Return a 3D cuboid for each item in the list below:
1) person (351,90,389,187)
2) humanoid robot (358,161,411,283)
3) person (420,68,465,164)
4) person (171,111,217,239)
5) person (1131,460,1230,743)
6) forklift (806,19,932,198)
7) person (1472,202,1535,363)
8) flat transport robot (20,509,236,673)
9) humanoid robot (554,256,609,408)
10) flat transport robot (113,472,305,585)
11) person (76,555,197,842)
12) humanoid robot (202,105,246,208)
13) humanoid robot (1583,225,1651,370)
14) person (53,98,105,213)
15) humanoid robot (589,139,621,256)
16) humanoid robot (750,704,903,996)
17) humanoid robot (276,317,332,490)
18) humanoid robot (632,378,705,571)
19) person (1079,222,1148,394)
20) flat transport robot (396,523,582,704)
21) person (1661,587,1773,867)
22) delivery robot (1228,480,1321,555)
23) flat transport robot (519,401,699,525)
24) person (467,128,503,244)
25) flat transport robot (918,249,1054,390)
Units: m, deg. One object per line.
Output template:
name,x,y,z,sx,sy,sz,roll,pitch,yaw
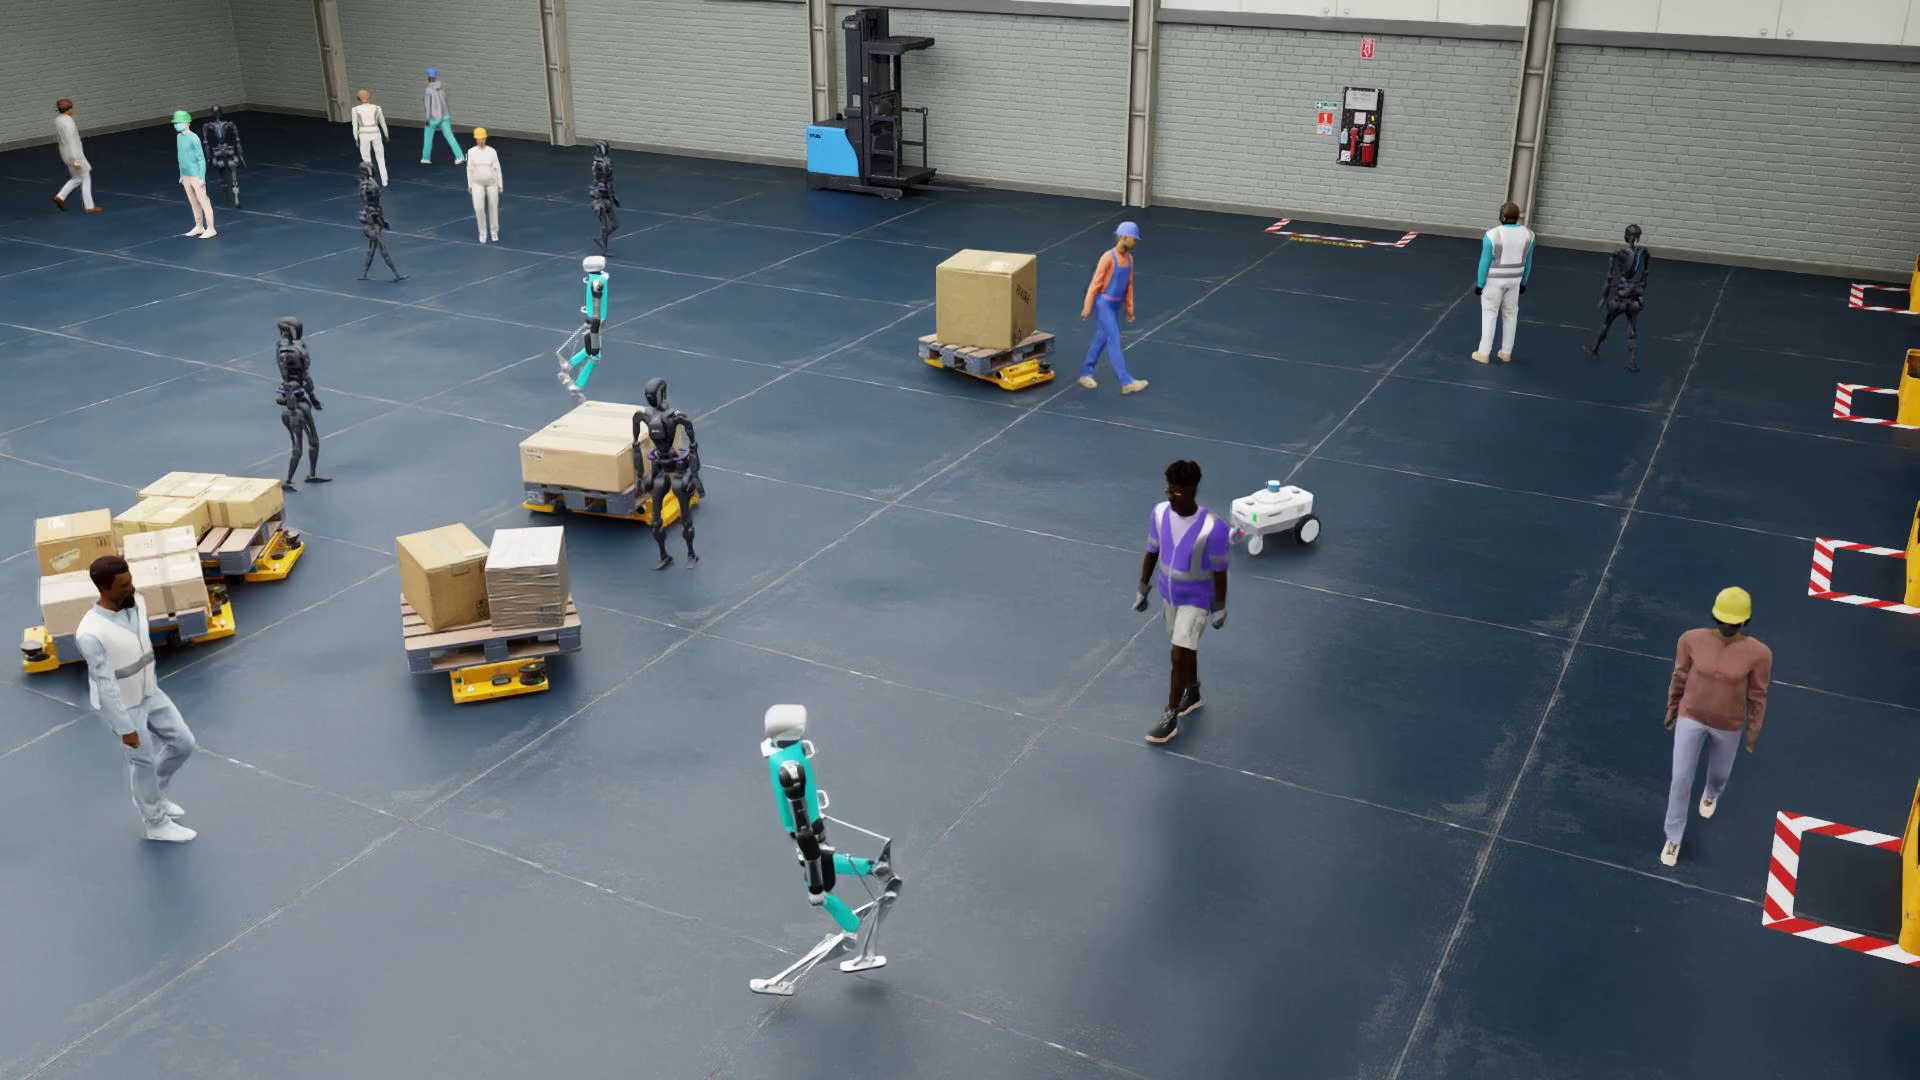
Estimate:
person,-10.034,-6.840,28.359,0.562,1.631,0.313,-11,26,-24
humanoid robot,-7.847,-4.286,22.409,0.765,1.625,0.583,-1,23,-2
person,-9.495,-7.693,30.239,0.874,1.722,0.557,15,28,32
person,-11.462,-5.454,24.826,0.526,1.873,0.343,13,27,28
person,1.430,0.395,11.141,0.855,1.921,0.622,-20,30,-38
forklift,-1.573,-7.292,27.850,1.873,2.768,1.129,12,26,25
person,6.190,-2.942,19.022,0.632,1.839,0.429,-4,24,-9
flat transport robot,-6.281,0.678,12.585,1.431,0.231,0.659,-11,26,-24
humanoid robot,-3.892,-1.945,16.980,0.722,1.908,0.562,-4,24,-9
flat transport robot,-6.271,0.149,13.816,1.431,0.231,0.659,-2,23,-5
person,-4.881,0.963,9.850,0.459,1.902,0.596,3,23,6
humanoid robot,-11.869,-6.180,26.829,0.594,1.637,0.766,-9,25,-20
humanoid robot,7.550,-2.793,18.932,0.585,1.619,0.786,-7,24,-16
person,-14.087,-6.061,26.322,0.511,1.807,0.610,19,30,37
humanoid robot,-5.137,-4.890,23.759,0.439,1.641,0.590,6,24,14
humanoid robot,-0.629,1.613,8.550,0.993,1.725,0.537,-5,24,-12
humanoid robot,-6.148,-1.268,15.350,0.410,1.646,0.589,-1,23,-2
humanoid robot,-2.384,-0.540,13.646,0.608,1.650,0.312,5,24,11
person,1.668,-2.495,17.971,0.926,1.842,0.588,17,28,34
flat transport robot,-3.464,0.779,12.349,0.659,0.231,1.431,-8,24,-18
person,4.484,1.036,9.893,0.526,1.741,0.775,12,26,26
delivery robot,2.701,-0.218,14.319,0.794,0.603,0.499,-14,27,-29
flat transport robot,-3.169,-0.393,15.078,1.431,0.231,0.659,7,24,15
person,-6.985,-5.206,24.479,0.504,1.677,0.583,-7,24,-15
flat transport robot,0.312,-1.992,18.801,0.659,0.231,1.431,-21,31,-40
